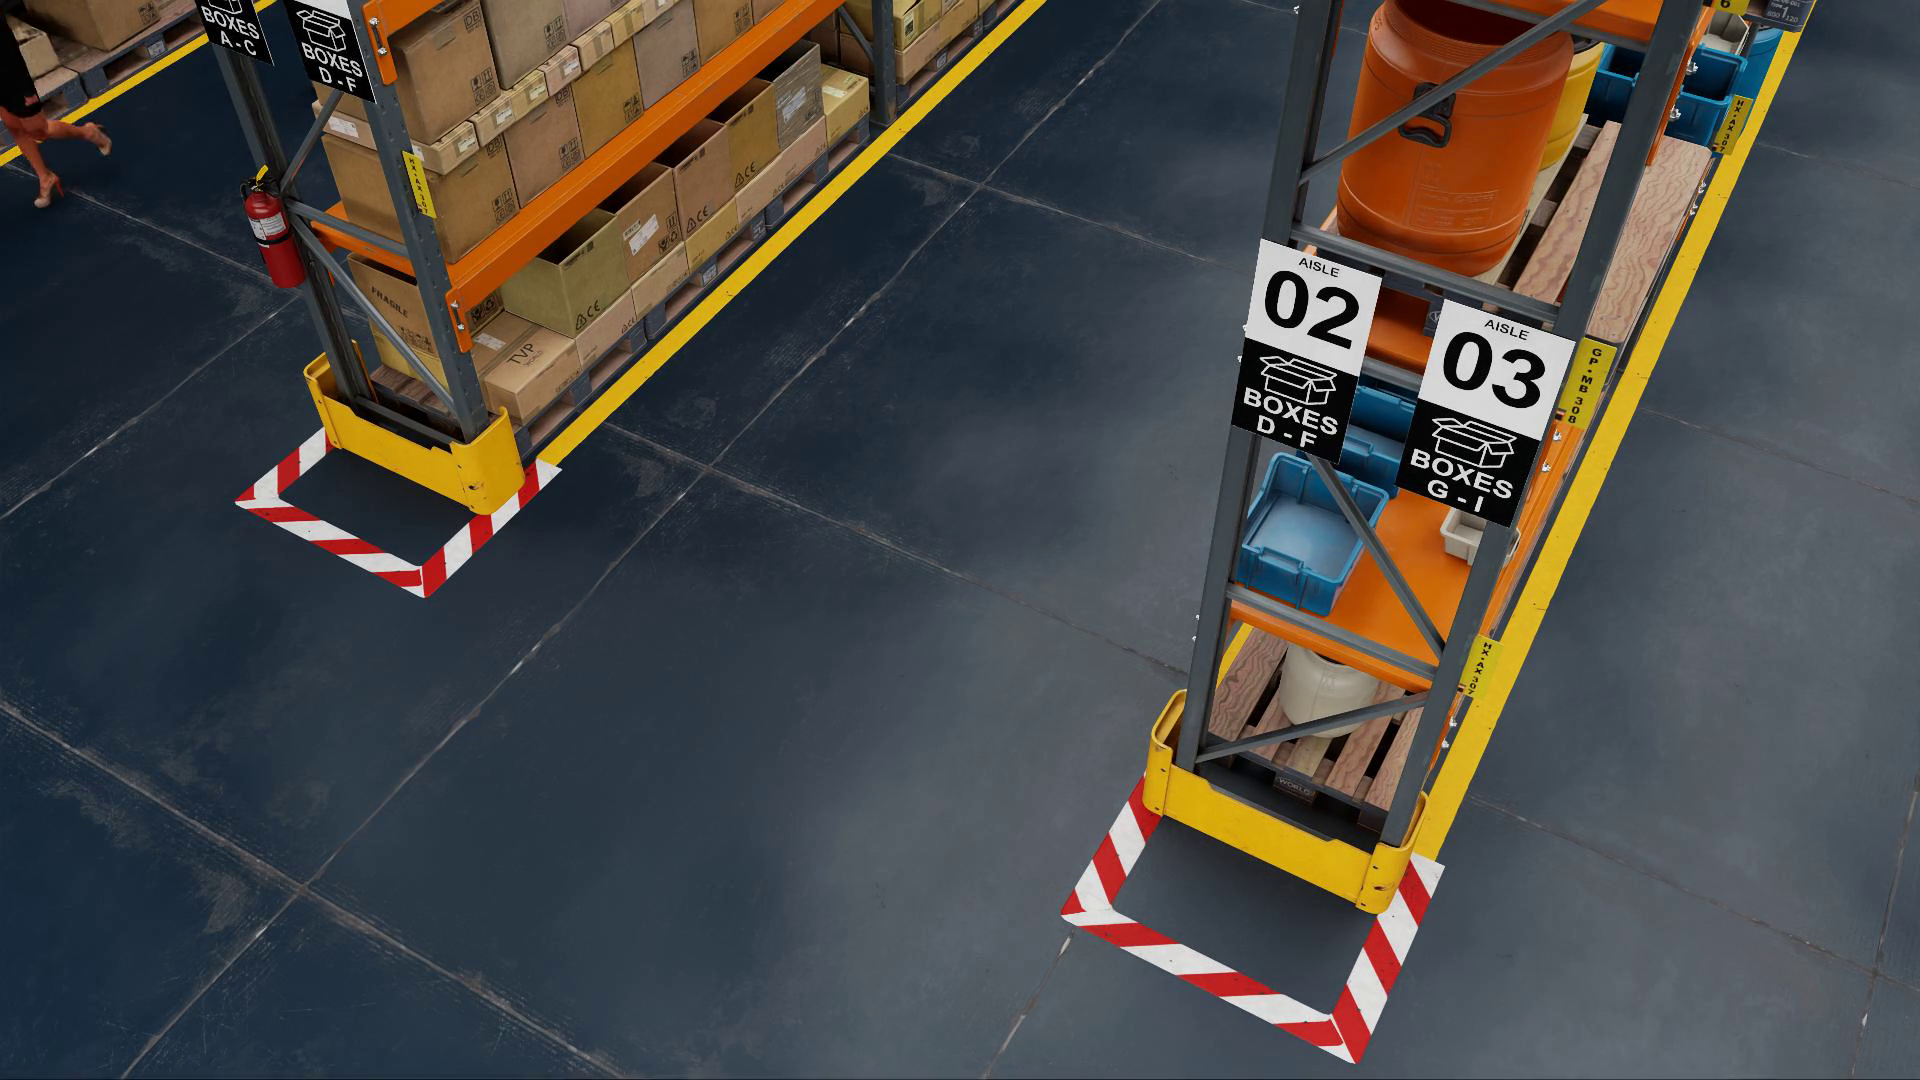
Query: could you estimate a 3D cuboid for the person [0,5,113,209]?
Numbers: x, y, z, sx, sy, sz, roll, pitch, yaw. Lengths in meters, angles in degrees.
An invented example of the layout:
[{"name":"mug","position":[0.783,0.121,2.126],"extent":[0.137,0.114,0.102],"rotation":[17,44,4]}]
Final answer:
[{"name":"person","position":[-5.697,-2.786,10.105],"extent":[0.591,1.623,0.826],"rotation":[25,52,21]}]
